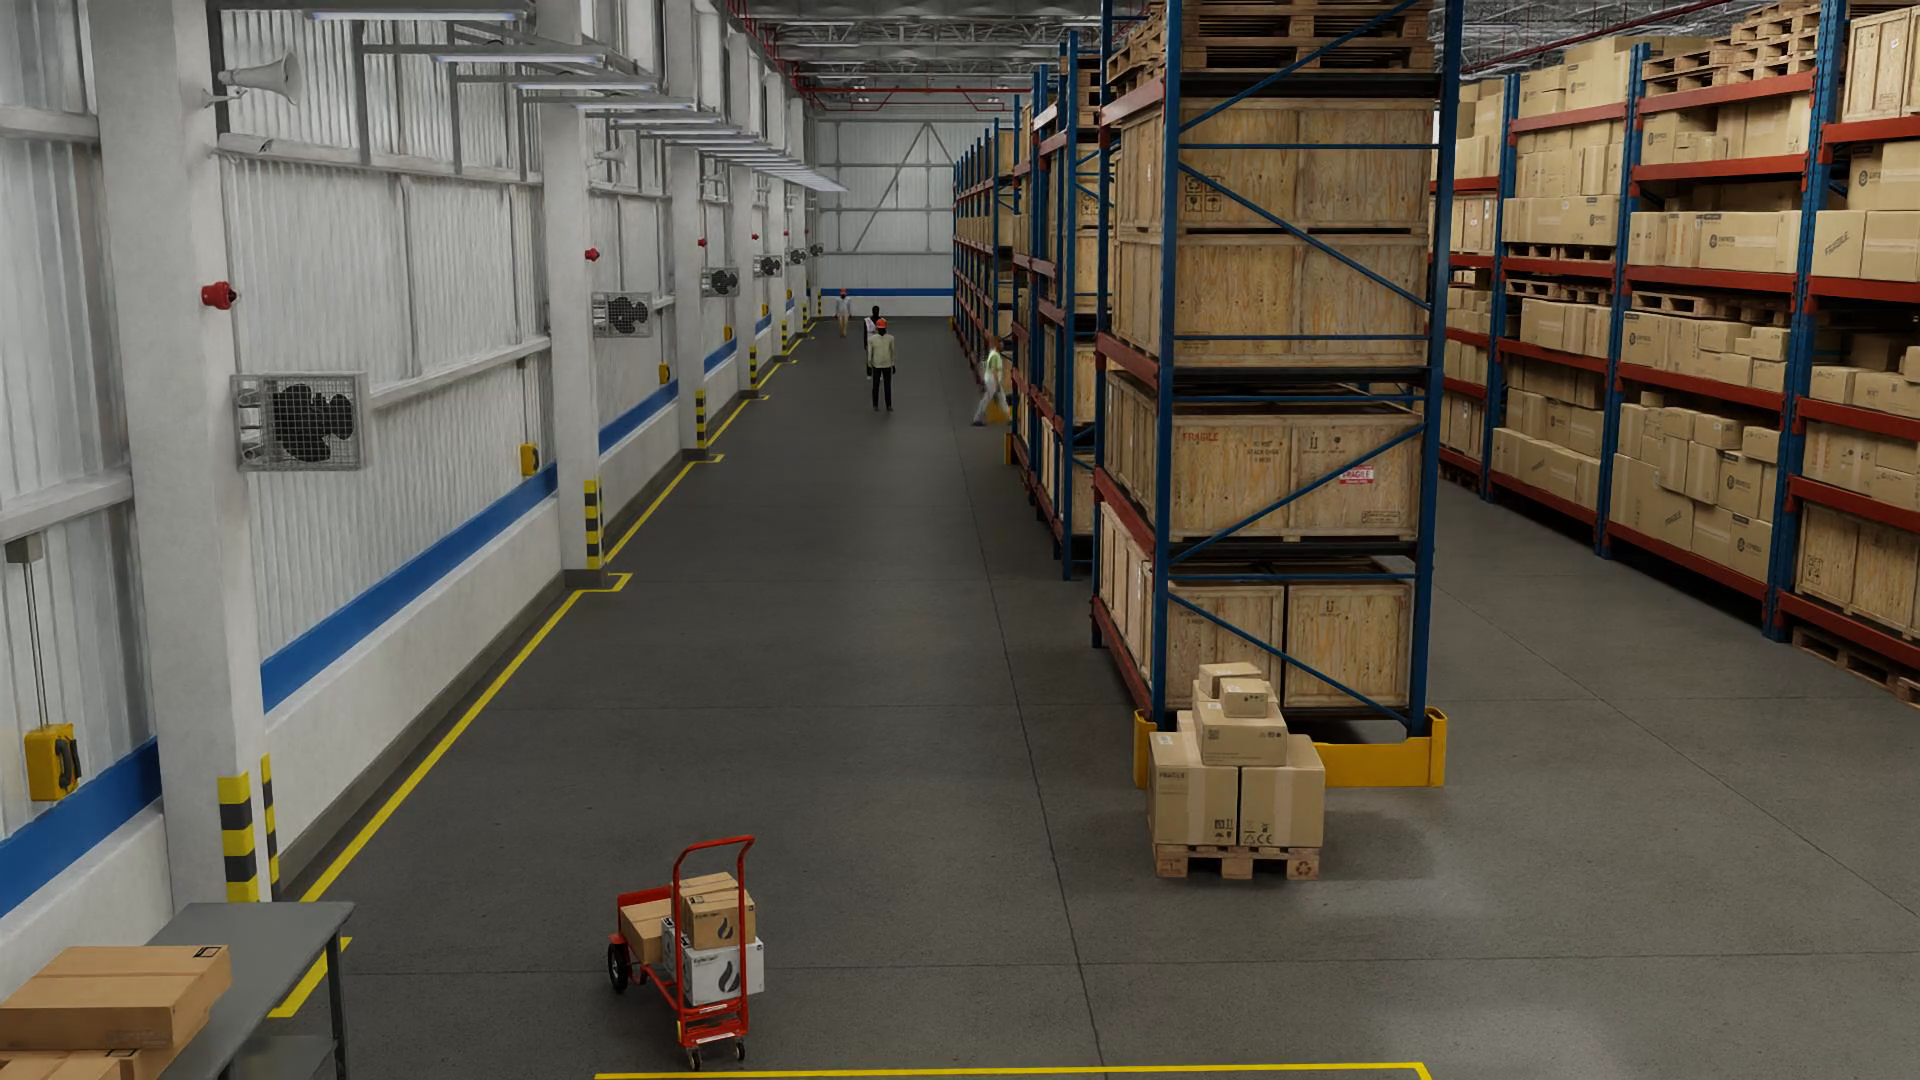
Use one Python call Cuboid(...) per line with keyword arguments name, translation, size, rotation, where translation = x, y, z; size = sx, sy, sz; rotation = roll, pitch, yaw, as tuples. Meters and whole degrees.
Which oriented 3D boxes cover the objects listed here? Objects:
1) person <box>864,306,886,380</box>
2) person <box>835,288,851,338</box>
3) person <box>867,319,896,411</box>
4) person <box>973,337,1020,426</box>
Cuboid(name="person", translation=(-2.185, -5.069, 42.775), size=(0.598, 1.906, 0.413), rotation=(-2, 11, -12))
Cuboid(name="person", translation=(-4.060, -7.878, 57.782), size=(0.573, 1.749, 0.341), rotation=(-2, 11, -8))
Cuboid(name="person", translation=(-1.673, -3.753, 35.718), size=(0.618, 1.986, 0.407), rotation=(-3, 11, -16))
Cuboid(name="person", translation=(0.729, -3.127, 32.996), size=(1.023, 1.775, 0.608), rotation=(2, 11, 8))
